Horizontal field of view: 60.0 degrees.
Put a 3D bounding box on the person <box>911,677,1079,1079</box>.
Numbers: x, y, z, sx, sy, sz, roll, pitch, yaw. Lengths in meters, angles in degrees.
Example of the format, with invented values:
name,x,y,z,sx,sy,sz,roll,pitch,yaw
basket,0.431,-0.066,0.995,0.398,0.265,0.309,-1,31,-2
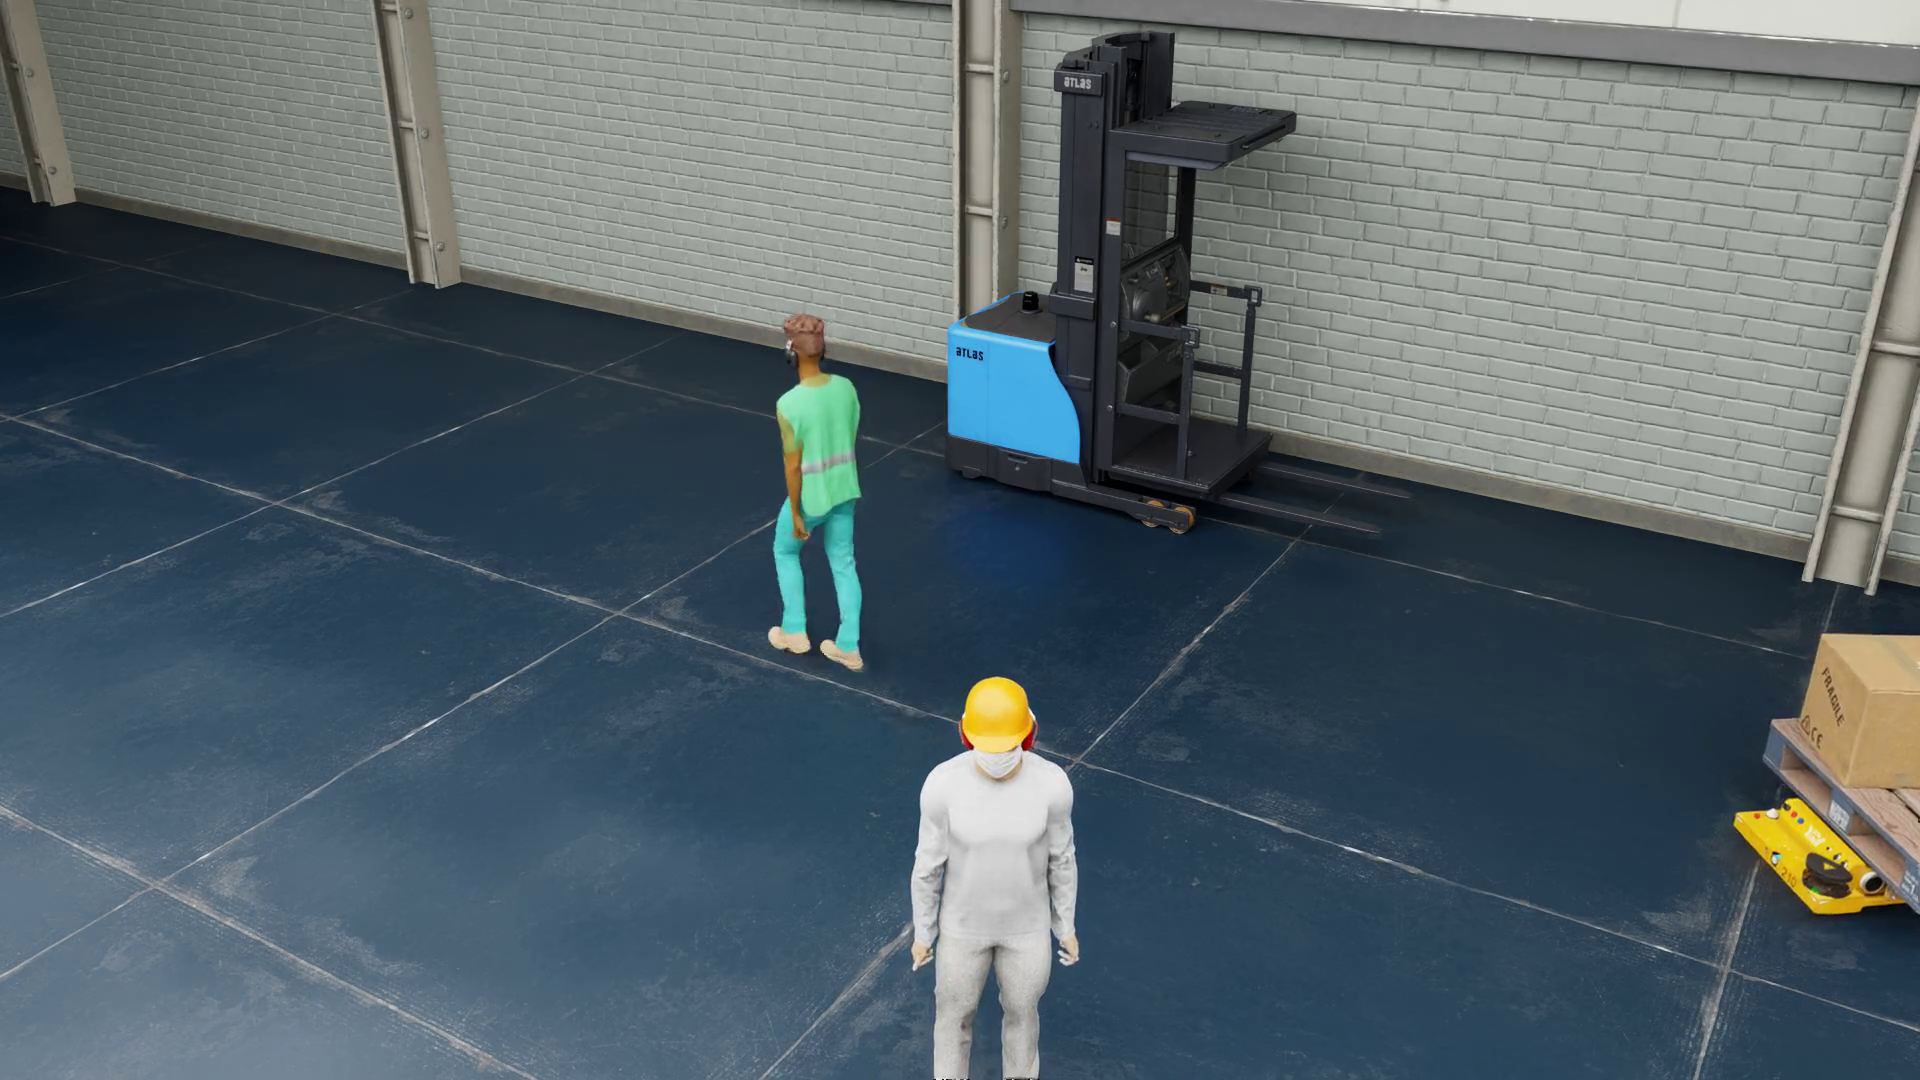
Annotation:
name,x,y,z,sx,sy,sz,roll,pitch,yaw
person,0.120,1.292,5.626,0.565,1.895,0.378,-1,25,-3

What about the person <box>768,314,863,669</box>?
name,x,y,z,sx,sy,sz,roll,pitch,yaw
person,-0.787,-0.261,8.851,0.487,1.954,0.735,-18,31,-33

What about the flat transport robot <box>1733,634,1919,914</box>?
name,x,y,z,sx,sy,sz,roll,pitch,yaw
flat transport robot,4.304,1.348,7.406,1.431,0.231,0.659,-3,25,-6

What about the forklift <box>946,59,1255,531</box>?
name,x,y,z,sx,sy,sz,roll,pitch,yaw
forklift,0.933,-1.707,10.833,1.873,2.768,1.129,15,29,28
